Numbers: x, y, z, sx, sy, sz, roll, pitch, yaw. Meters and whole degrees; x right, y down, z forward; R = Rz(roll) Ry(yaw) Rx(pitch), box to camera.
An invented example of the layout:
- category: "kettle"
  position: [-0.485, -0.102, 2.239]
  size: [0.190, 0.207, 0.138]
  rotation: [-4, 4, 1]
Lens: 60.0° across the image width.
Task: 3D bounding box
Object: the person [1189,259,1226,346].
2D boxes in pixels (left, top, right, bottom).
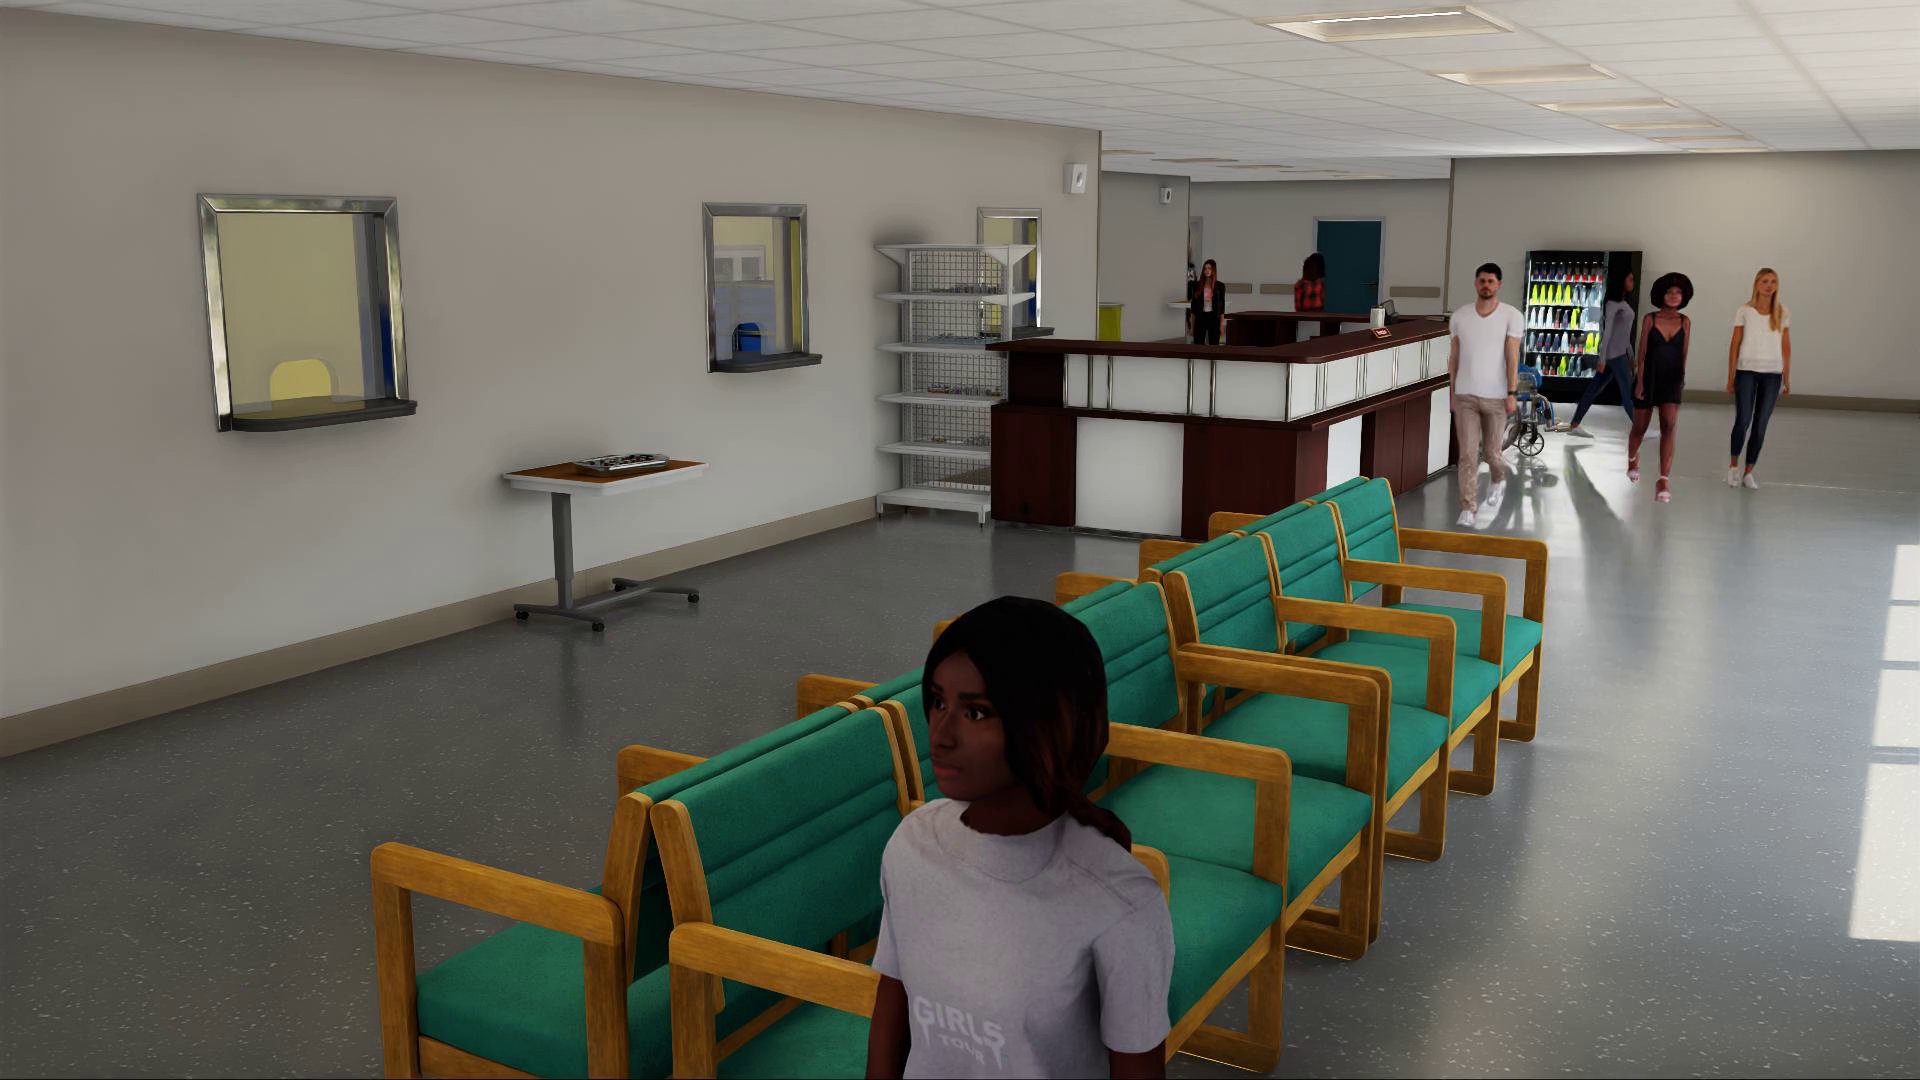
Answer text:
- category: "person"
  position: [3.255, -2.833, 21.873]
  size: [0.565, 1.705, 0.724]
  rotation: [2, 11, 12]

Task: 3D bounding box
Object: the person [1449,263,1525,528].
- category: "person"
  position: [3.774, -1.036, 11.974]
  size: [0.992, 1.865, 0.735]
  rotation: [7, 13, 31]

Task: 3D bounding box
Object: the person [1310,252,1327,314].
- category: "person"
  position: [5.481, -3.600, 25.948]
  size: [0.973, 1.693, 0.665]
  rotation: [8, 13, 37]

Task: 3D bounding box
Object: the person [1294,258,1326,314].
- category: "person"
  position: [4.736, -2.935, 22.457]
  size: [0.741, 1.688, 0.814]
  rotation: [-1, 11, -6]

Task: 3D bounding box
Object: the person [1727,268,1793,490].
- category: "person"
  position: [6.494, -1.312, 13.609]
  size: [0.655, 1.798, 0.748]
  rotation: [1, 11, 7]

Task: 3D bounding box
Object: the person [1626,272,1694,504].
- category: "person"
  position: [5.453, -1.186, 13.060]
  size: [1.104, 1.756, 0.826]
  rotation: [3, 11, 13]

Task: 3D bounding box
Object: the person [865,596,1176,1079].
- category: "person"
  position: [0.068, 0.912, 2.103]
  size: [0.492, 1.719, 0.675]
  rotation: [9, 14, 38]

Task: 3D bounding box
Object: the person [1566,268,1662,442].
- category: "person"
  position: [6.346, -1.787, 16.416]
  size: [1.166, 1.685, 0.646]
  rotation: [6, 13, 31]
